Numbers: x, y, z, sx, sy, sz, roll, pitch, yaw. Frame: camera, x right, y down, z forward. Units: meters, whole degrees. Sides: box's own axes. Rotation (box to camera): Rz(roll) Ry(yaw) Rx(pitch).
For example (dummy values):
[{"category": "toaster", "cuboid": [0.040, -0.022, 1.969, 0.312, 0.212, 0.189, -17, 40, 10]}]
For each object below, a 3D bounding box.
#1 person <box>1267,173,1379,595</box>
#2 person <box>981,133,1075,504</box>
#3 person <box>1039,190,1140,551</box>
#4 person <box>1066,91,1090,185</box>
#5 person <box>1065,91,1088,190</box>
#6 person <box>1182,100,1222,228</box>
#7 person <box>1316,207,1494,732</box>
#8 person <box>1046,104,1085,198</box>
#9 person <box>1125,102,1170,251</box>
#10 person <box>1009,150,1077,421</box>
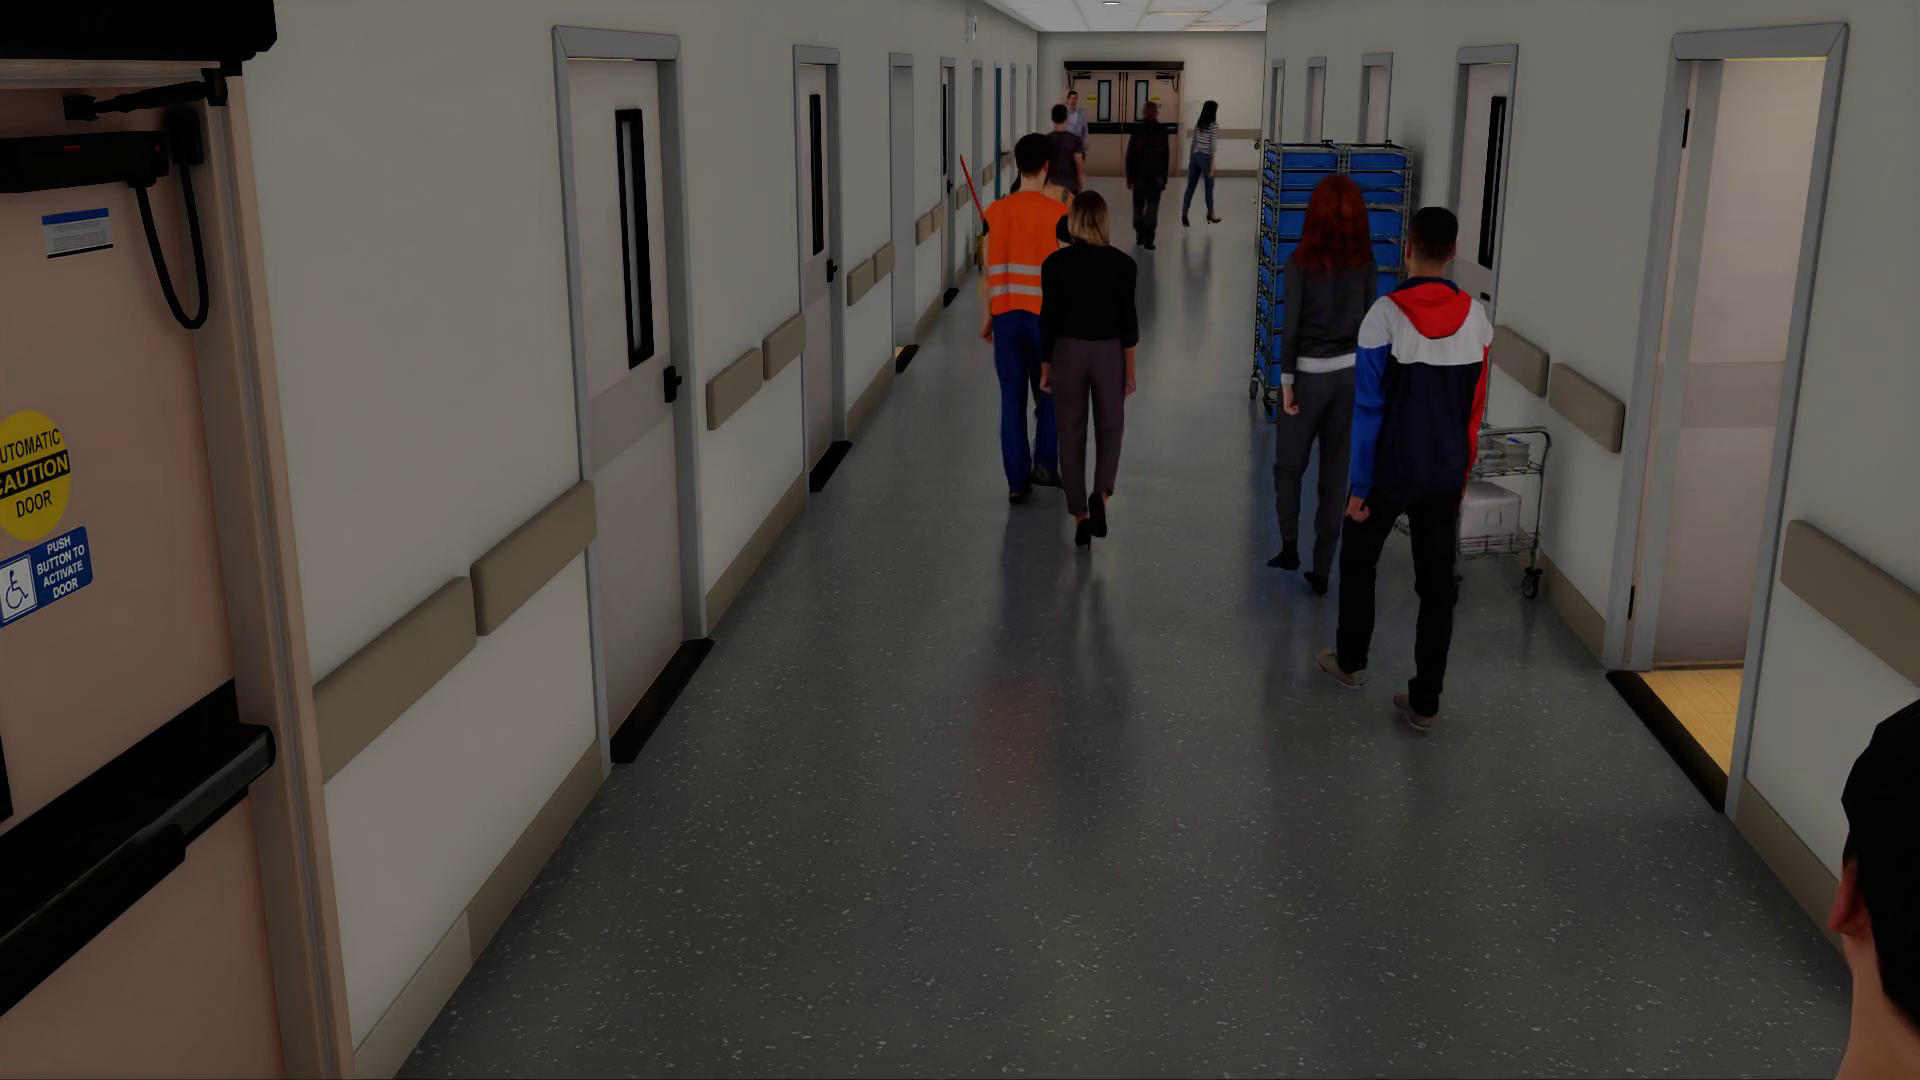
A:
[{"category": "person", "cuboid": [1.558, -0.618, 6.976, 0.626, 1.763, 0.641, -1, 16, -3]}, {"category": "person", "cuboid": [0.328, -1.102, 8.495, 0.725, 1.870, 0.726, 3, 16, 12]}, {"category": "person", "cuboid": [0.591, -0.737, 7.586, 0.642, 1.662, 0.680, 0, 16, -1]}, {"category": "person", "cuboid": [2.051, -7.076, 29.772, 0.762, 1.824, 1.174, -1, 16, -2]}, {"category": "person", "cuboid": [1.994, -7.458, 31.210, 1.014, 1.779, 1.336, -6, 17, -22]}, {"category": "person", "cuboid": [3.329, -5.163, 23.150, 1.169, 1.719, 1.275, 13, 21, 40]}, {"category": "person", "cuboid": [1.545, -0.203, 5.555, 0.779, 1.735, 0.956, -2, 16, -8]}, {"category": "person", "cuboid": [1.061, -3.668, 17.656, 0.672, 1.839, 0.654, 1, 16, 4]}, {"category": "person", "cuboid": [2.364, -4.613, 21.080, 0.731, 1.800, 1.171, 1, 16, 2]}, {"category": "person", "cuboid": [0.529, -1.619, 10.525, 0.618, 1.763, 0.631, 1, 16, 3]}]
